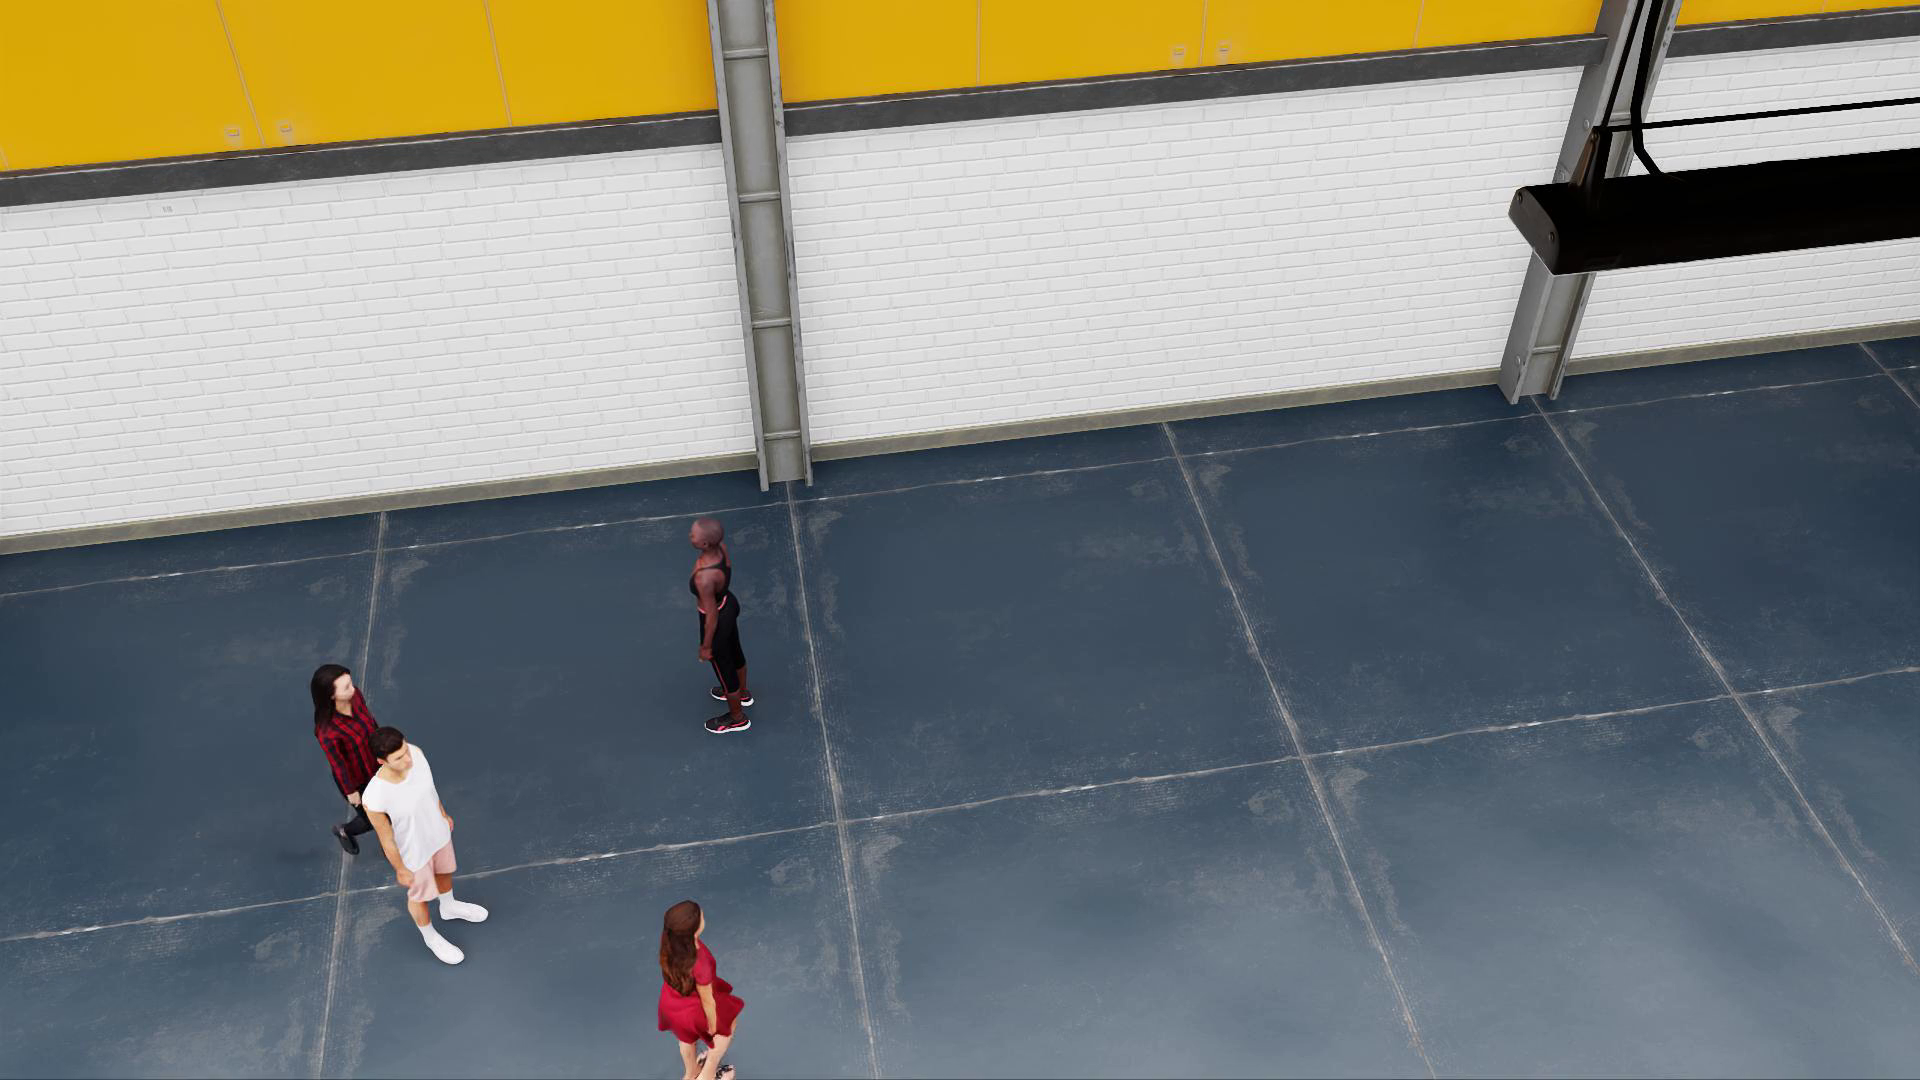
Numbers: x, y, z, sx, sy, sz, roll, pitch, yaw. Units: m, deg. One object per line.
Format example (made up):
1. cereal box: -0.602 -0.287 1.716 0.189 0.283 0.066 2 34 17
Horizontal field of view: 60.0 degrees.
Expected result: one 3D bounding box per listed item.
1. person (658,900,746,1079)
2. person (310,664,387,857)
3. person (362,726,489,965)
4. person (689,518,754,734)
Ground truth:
1. person: -1.422 2.400 8.524 0.694 1.540 0.755 28 50 26
2. person: -3.532 1.319 9.582 0.815 1.644 0.713 6 44 6
3. person: -2.993 1.632 9.149 0.747 1.788 0.733 14 45 14
4. person: -1.483 0.513 10.346 0.622 1.757 0.642 4 44 5
